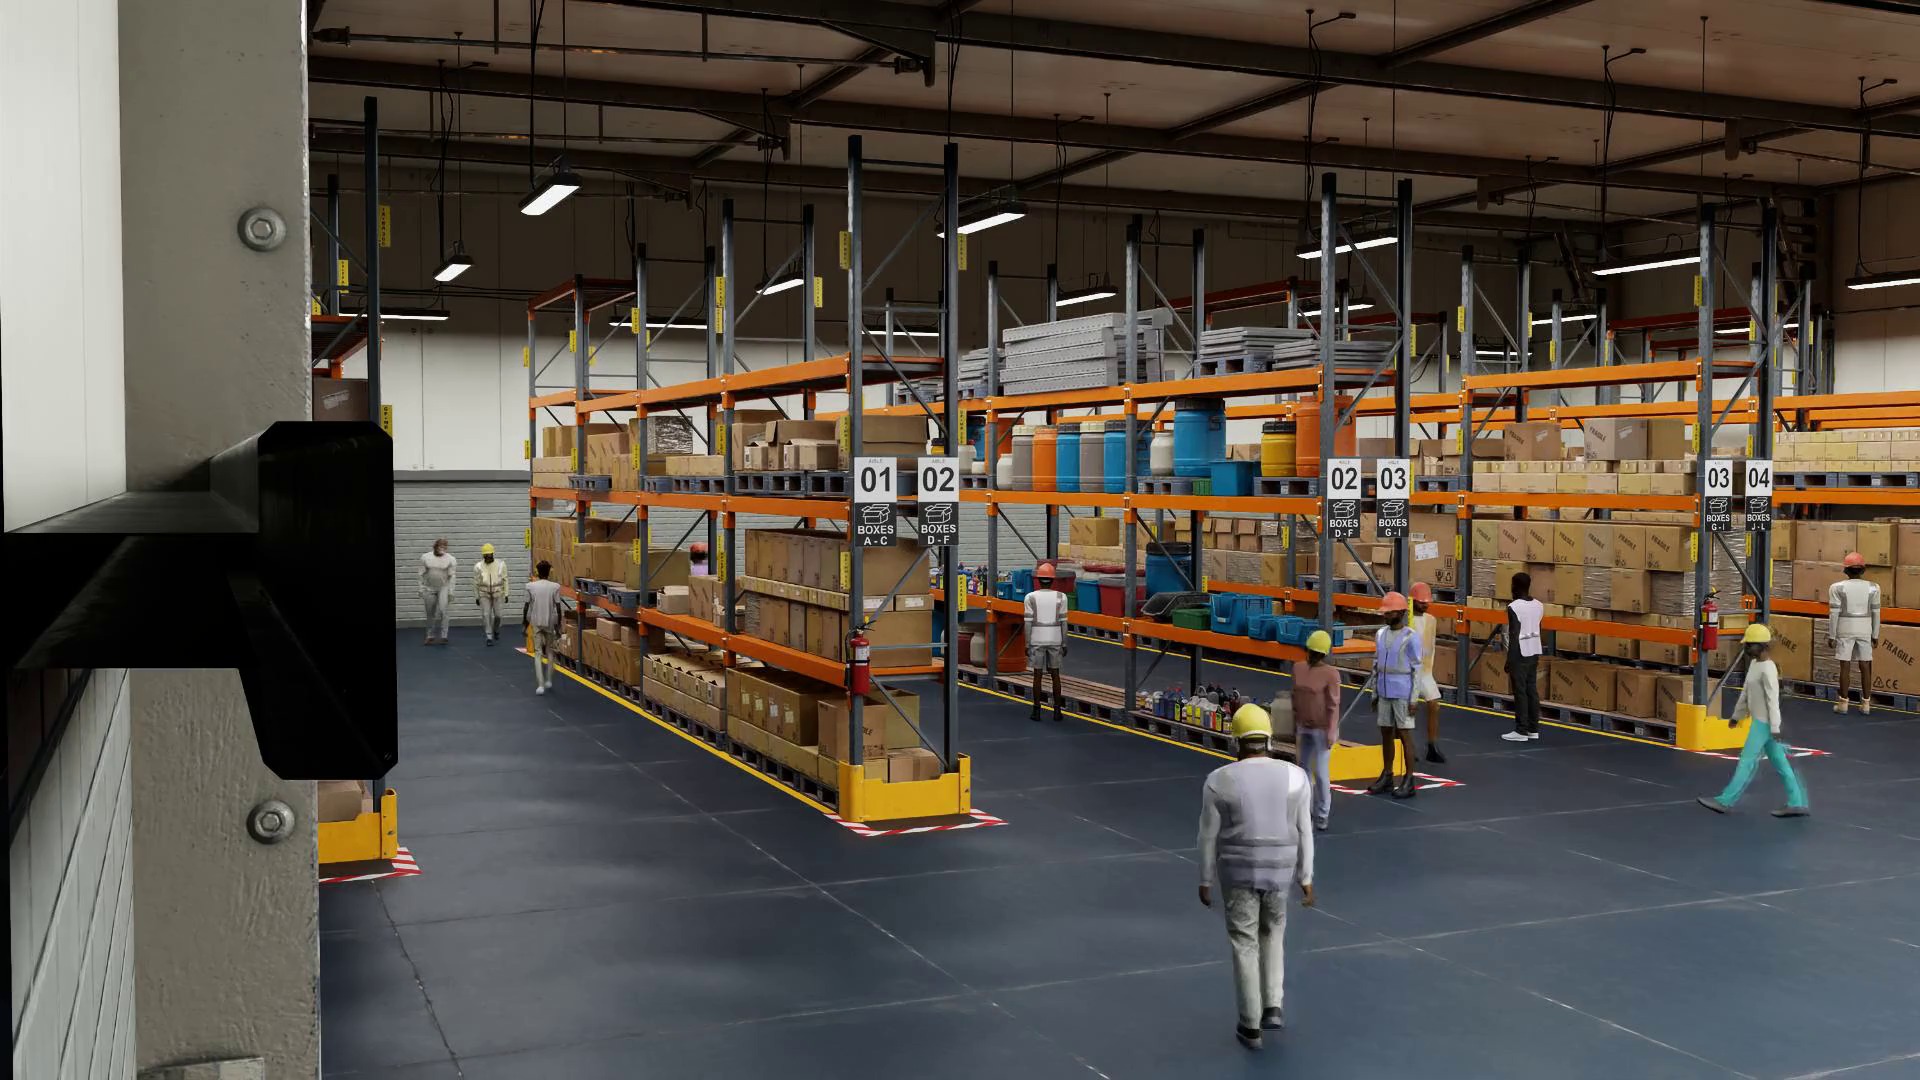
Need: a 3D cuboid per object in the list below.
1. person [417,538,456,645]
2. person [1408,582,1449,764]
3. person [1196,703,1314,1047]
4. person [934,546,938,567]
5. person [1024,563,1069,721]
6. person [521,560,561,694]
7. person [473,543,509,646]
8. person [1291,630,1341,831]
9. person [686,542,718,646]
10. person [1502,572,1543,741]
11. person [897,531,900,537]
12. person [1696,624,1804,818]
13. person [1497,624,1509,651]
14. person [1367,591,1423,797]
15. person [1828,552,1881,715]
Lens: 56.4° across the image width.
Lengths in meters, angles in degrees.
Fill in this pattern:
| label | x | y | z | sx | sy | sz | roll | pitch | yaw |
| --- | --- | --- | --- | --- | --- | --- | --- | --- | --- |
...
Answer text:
| label | x | y | z | sx | sy | sz | roll | pitch | yaw |
| --- | --- | --- | --- | --- | --- | --- | --- | --- | --- |
| person | -9.213 | 0.917 | 31.570 | 0.674 | 1.885 | 0.762 | 0 | 2 | -2 |
| person | 4.810 | 1.397 | 18.711 | 0.546 | 1.905 | 0.757 | -1 | 2 | -16 |
| person | 1.579 | 1.791 | 9.661 | 0.623 | 1.816 | 0.459 | 0 | 2 | -7 |
| person | -0.374 | 0.776 | 34.420 | 0.625 | 1.967 | 0.618 | 0 | 2 | 8 |
| person | 1.064 | 1.255 | 22.146 | 0.552 | 1.937 | 0.356 | 0 | 2 | -1 |
| person | -5.831 | 1.200 | 24.930 | 0.537 | 1.839 | 0.863 | -1 | 2 | -18 |
| person | -8.287 | 0.953 | 31.651 | 0.605 | 1.811 | 0.472 | -1 | 2 | -13 |
| person | 3.022 | 1.619 | 15.431 | 0.434 | 1.720 | 0.671 | -2 | 3 | -35 |
| person | -3.982 | 1.033 | 27.107 | 0.636 | 1.993 | 1.043 | -1 | 2 | -23 |
| person | 6.445 | 1.329 | 20.481 | 0.599 | 1.915 | 0.372 | -2 | 3 | -41 |
| person | -1.296 | 0.790 | 33.883 | 0.696 | 1.957 | 0.651 | 0 | 2 | 7 |
| person | 7.041 | 1.605 | 15.894 | 0.943 | 1.715 | 0.533 | 1 | 2 | 15 |
| person | 8.023 | 1.247 | 26.155 | 0.514 | 1.642 | 0.310 | -2 | 3 | -40 |
| person | 4.108 | 1.453 | 16.977 | 0.370 | 1.935 | 0.551 | -1 | 3 | -34 |
| person | 11.325 | 1.179 | 22.709 | 0.607 | 2.048 | 0.369 | 0 | 2 | 10 |
